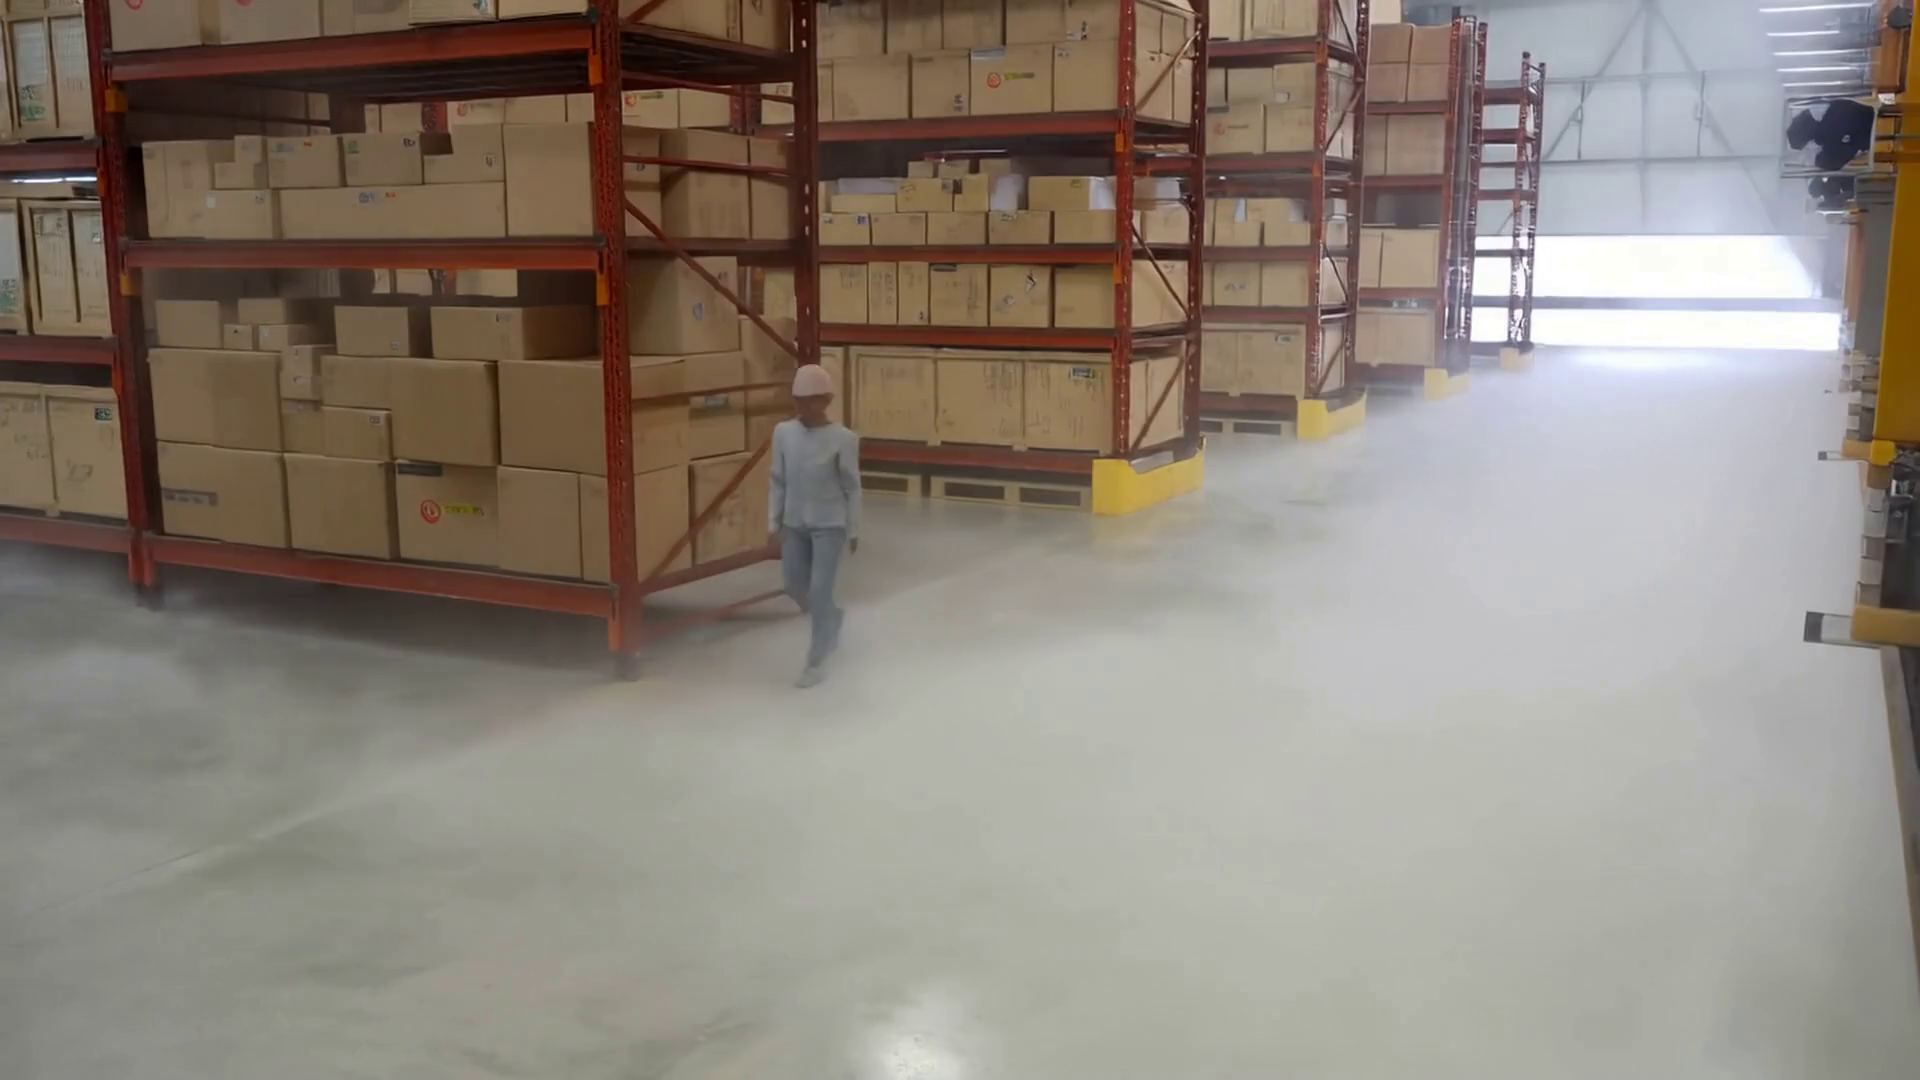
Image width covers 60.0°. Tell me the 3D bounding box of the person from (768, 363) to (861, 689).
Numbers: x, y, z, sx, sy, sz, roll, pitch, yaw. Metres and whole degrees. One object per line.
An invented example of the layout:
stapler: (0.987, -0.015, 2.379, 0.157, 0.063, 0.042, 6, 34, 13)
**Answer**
person: (-0.772, -0.104, 9.104, 0.534, 1.749, 0.645, 4, 11, 23)

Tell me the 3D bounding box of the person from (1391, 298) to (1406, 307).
person: (10.264, -5.212, 38.795, 0.835, 1.714, 0.561, 10, 14, 44)
